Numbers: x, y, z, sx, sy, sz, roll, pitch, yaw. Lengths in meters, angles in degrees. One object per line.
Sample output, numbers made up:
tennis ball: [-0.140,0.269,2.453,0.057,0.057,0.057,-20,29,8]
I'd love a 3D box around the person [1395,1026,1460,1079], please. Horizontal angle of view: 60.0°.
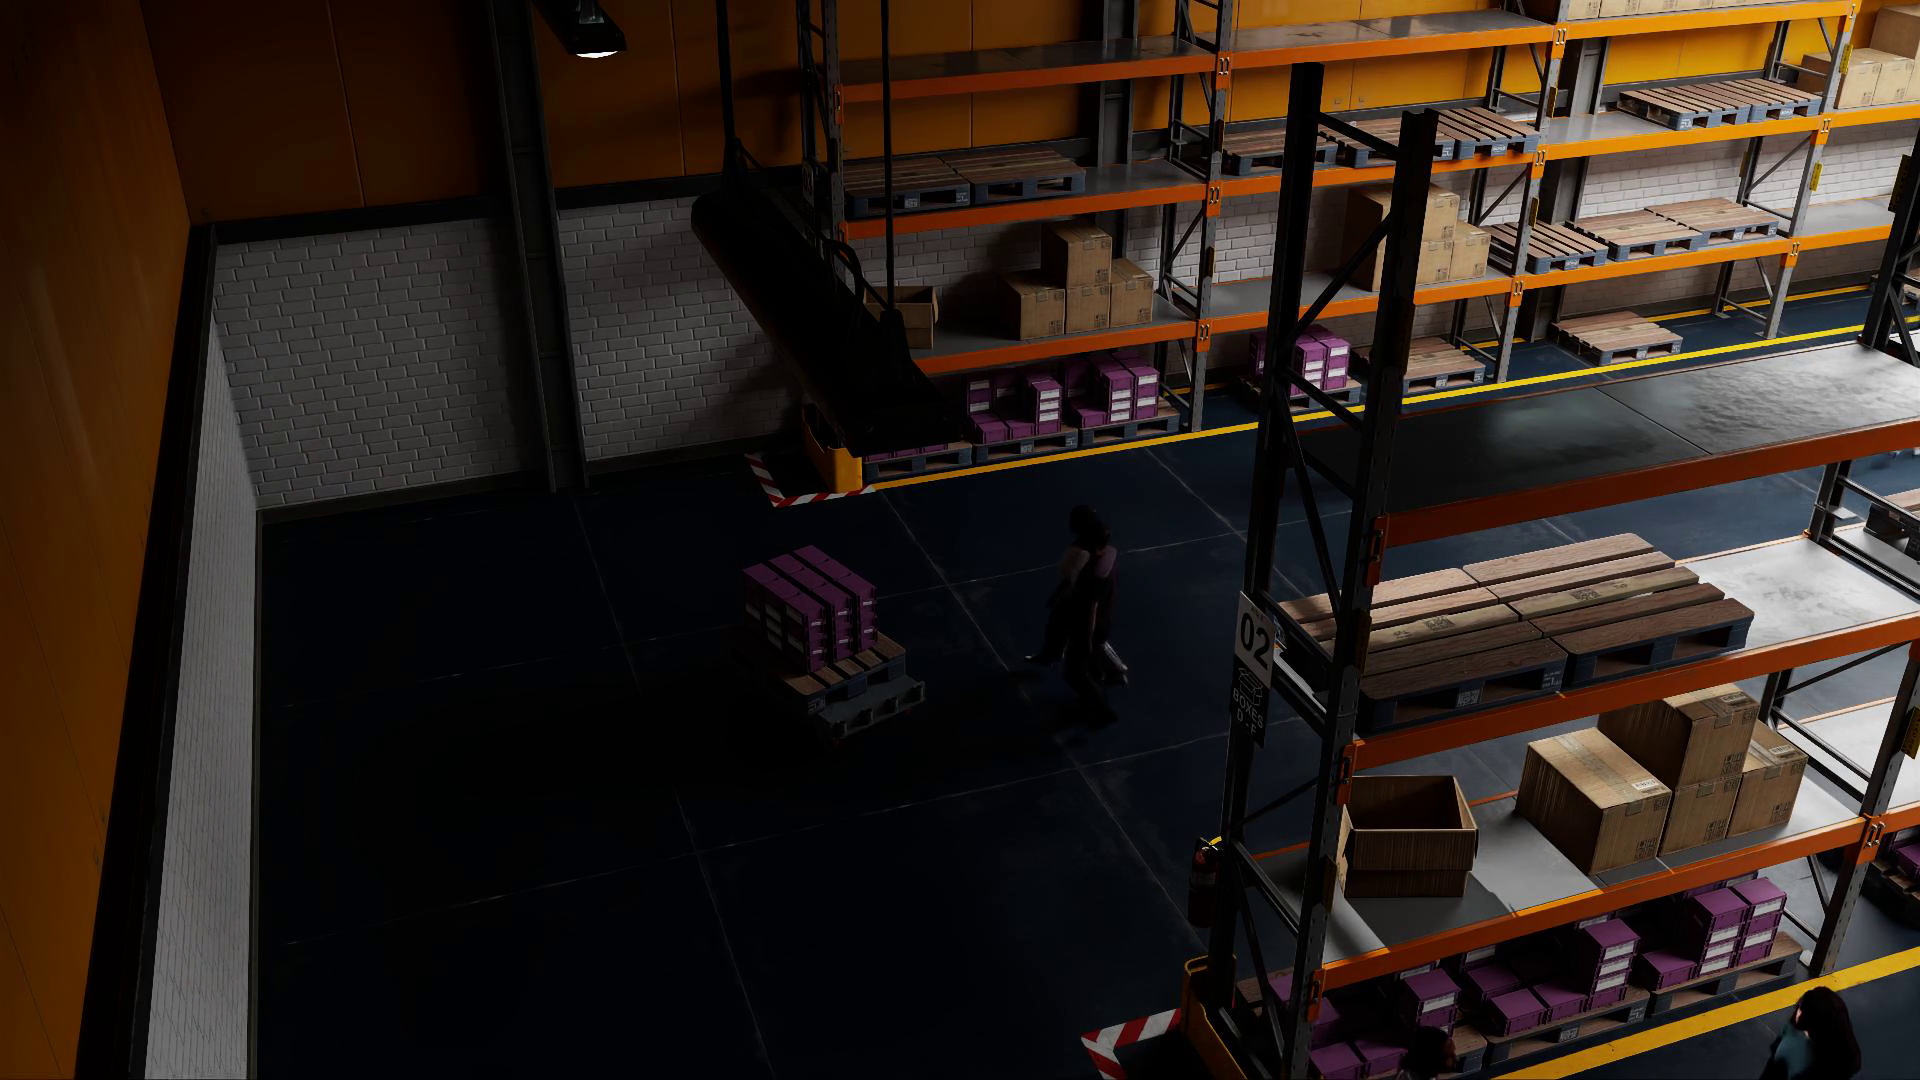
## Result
person: [2.177,3.165,8.464,1.116,1.799,1.074,14,31,23]

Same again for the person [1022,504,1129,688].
person: [1.069,0.508,13.519,1.263,1.623,1.086,9,30,16]

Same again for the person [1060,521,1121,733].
person: [1.105,0.683,12.971,0.973,1.841,0.915,11,30,19]

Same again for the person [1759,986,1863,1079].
person: [4.542,3.035,8.906,0.681,1.604,0.641,-6,29,-11]
